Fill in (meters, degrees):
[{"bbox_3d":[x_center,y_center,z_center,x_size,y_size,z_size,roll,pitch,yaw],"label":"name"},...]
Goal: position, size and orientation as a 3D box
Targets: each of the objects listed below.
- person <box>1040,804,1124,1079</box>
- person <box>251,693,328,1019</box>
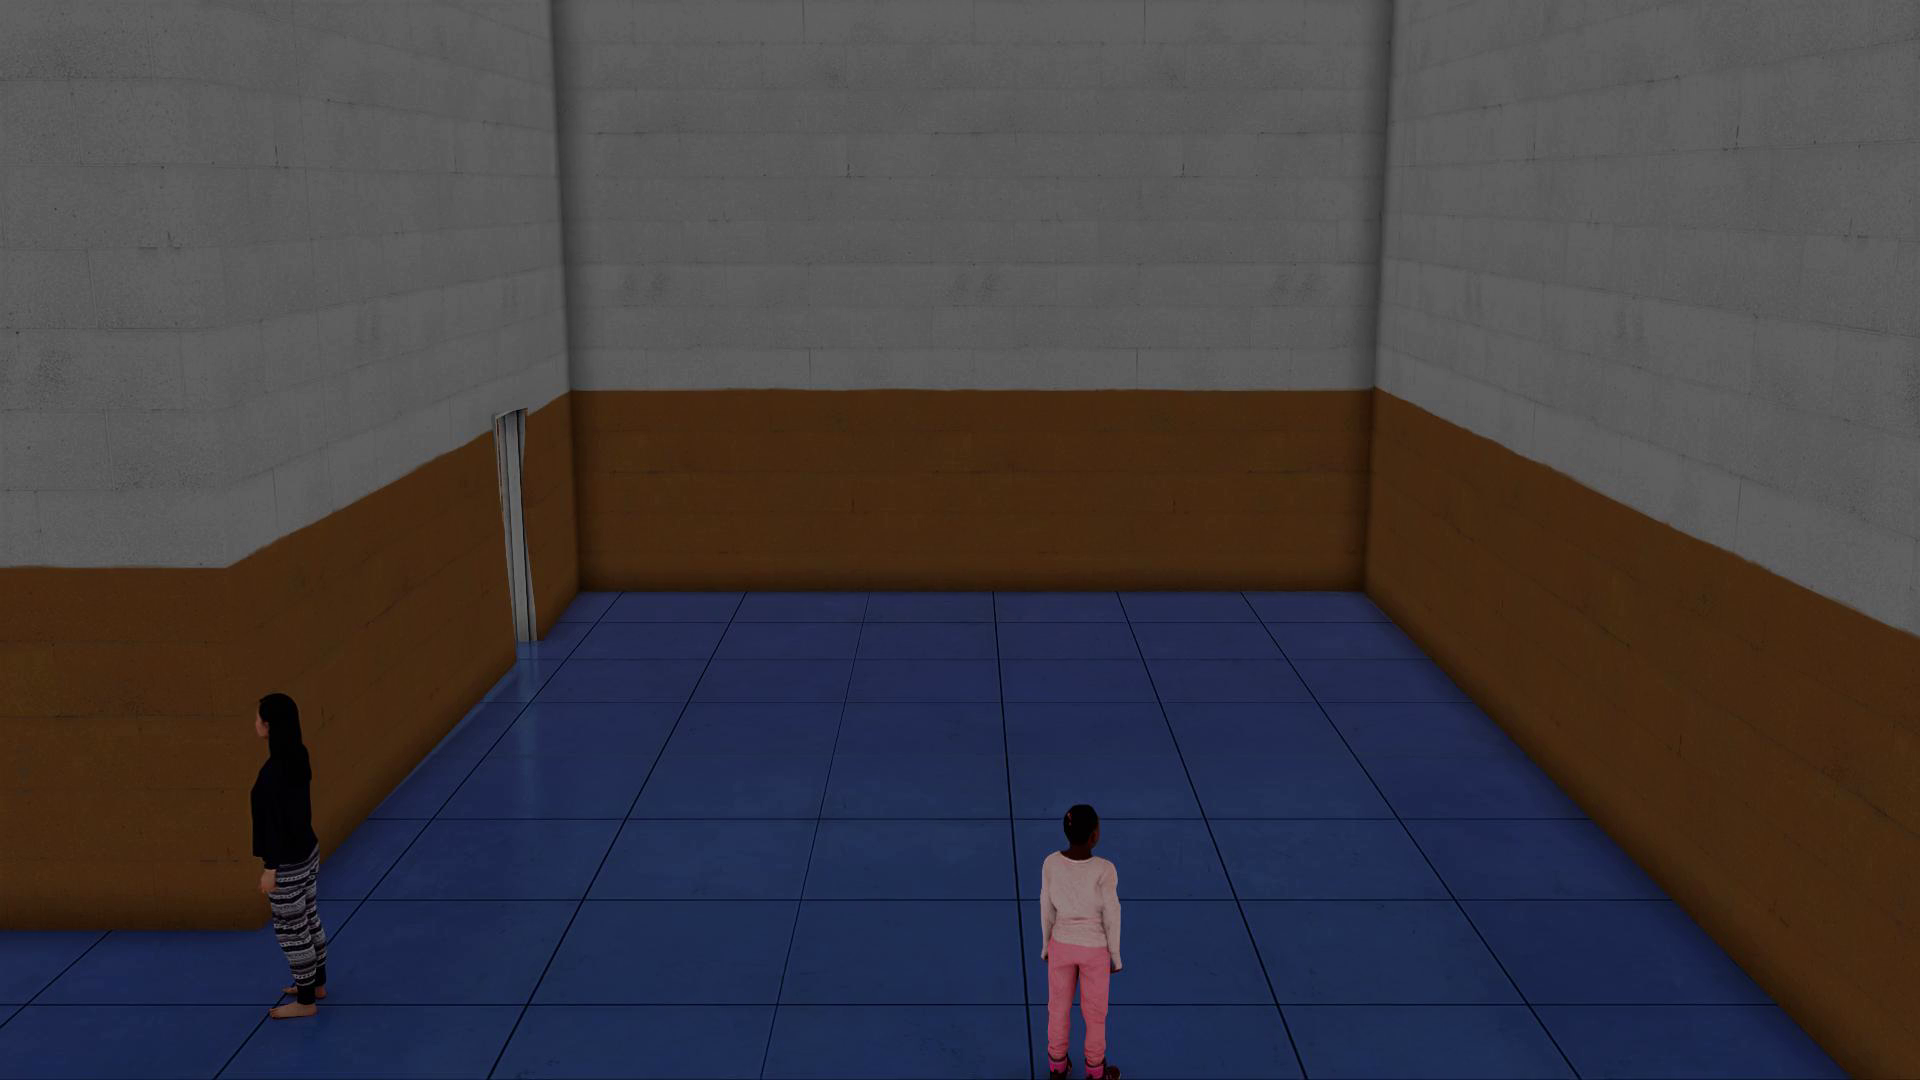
[{"bbox_3d":[0.570,1.928,7.928,0.547,1.445,0.678,5,13,23],"label":"person"},{"bbox_3d":[-3.483,1.626,8.658,0.503,1.735,0.598,0,12,-1],"label":"person"}]
